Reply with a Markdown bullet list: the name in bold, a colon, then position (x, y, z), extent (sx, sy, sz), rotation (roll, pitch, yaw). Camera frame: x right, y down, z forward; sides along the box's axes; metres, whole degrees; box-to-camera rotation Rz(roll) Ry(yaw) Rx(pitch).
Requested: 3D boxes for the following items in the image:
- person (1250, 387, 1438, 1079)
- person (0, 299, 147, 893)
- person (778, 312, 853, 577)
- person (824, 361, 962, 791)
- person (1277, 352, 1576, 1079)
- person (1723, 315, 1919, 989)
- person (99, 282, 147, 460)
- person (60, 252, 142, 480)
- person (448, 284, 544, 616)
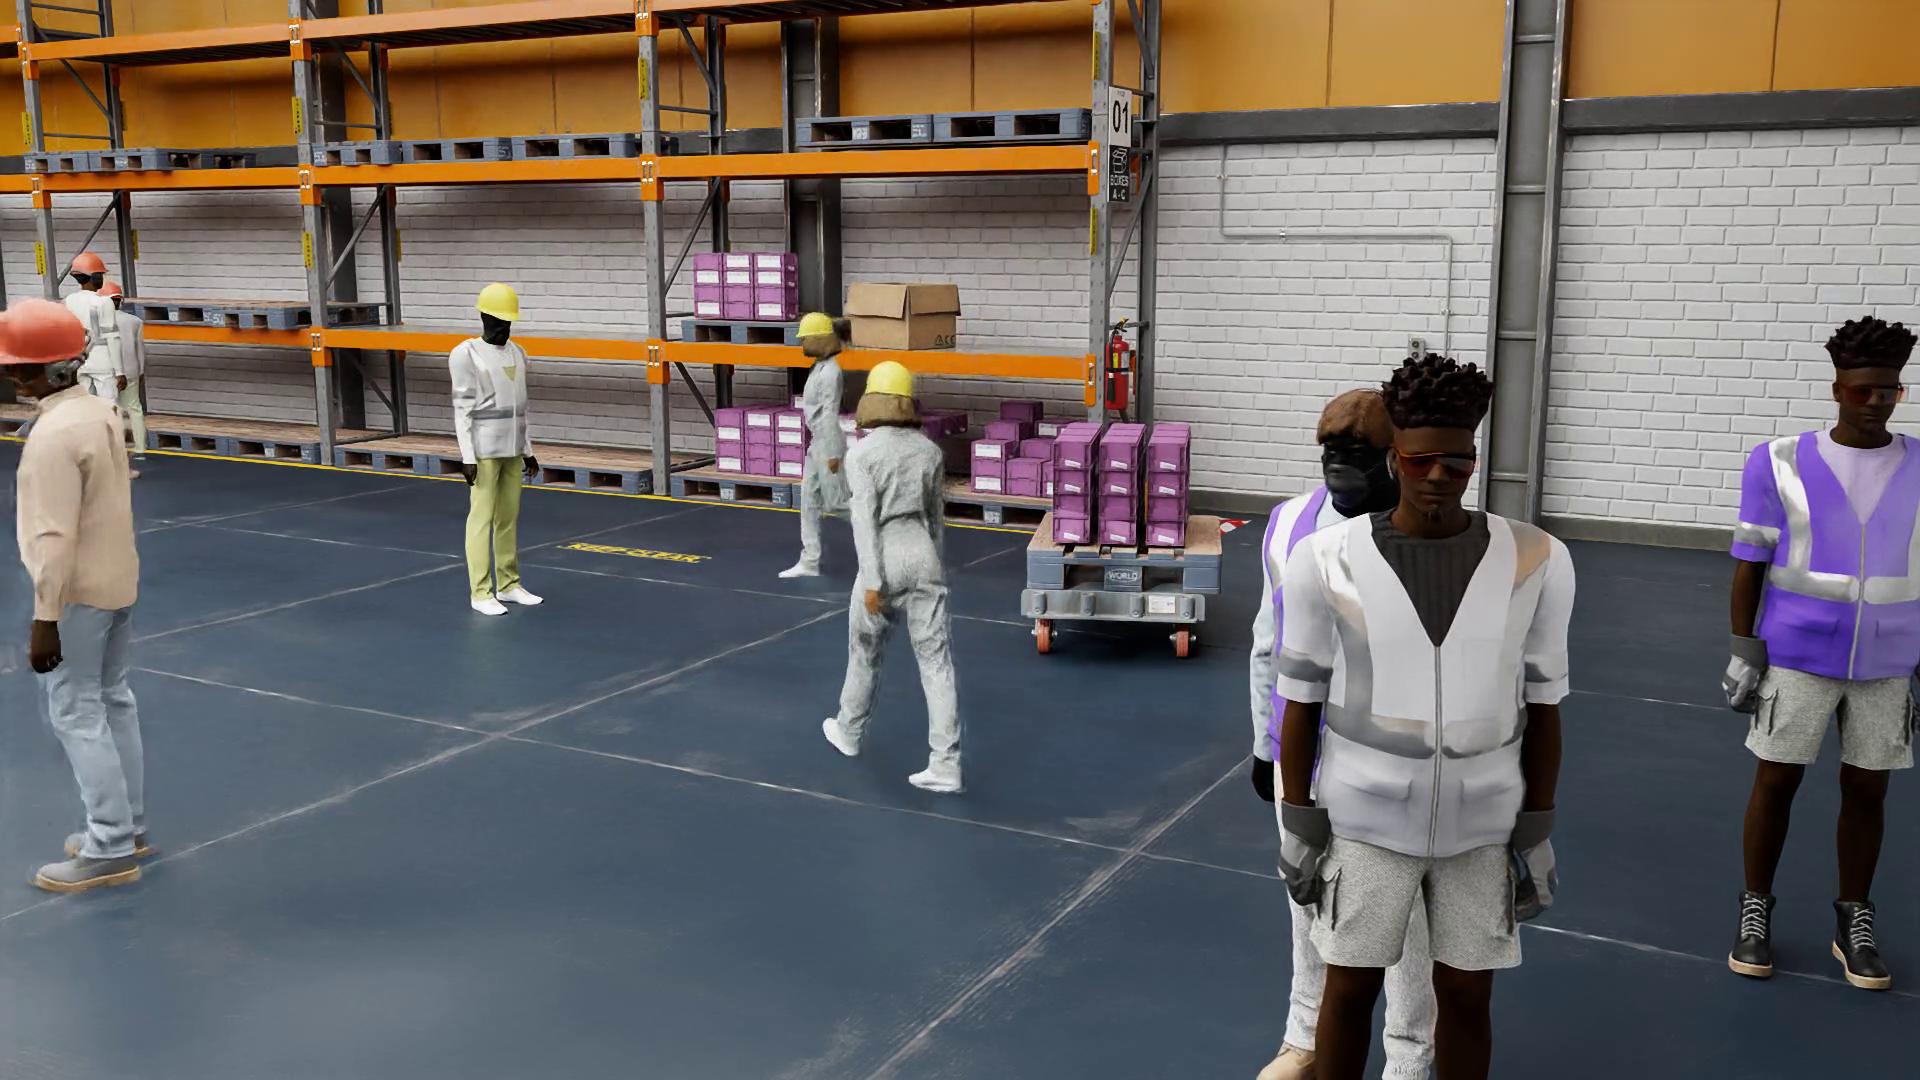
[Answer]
- **person**: position (0.974, 0.541, 4.089), extent (0.628, 1.835, 0.430), rotation (9, 14, 42)
- **person**: position (-2.980, 0.190, 5.629), extent (0.385, 1.972, 0.666), rotation (-2, 10, -9)
- **person**: position (-0.783, -0.604, 10.682), extent (0.730, 1.719, 0.489), rotation (-3, 11, -14)
- **person**: position (-0.265, 0.128, 6.740), extent (0.489, 1.675, 0.935), rotation (-7, 12, -34)
- **person**: position (0.968, 0.581, 3.531), extent (0.599, 1.958, 0.379), rotation (1, 10, 6)
- **person**: position (2.566, 0.332, 4.859), extent (0.613, 1.963, 0.361), rotation (3, 11, 15)
- **person**: position (-8.210, -1.632, 16.205), extent (0.330, 1.750, 0.572), rotation (5, 12, 27)
- **person**: position (-7.724, -1.542, 14.905), extent (0.605, 2.048, 0.370), rotation (4, 11, 20)
- **person**: position (-2.691, -0.531, 9.723), extent (0.382, 1.917, 0.585), rotation (5, 11, 25)
